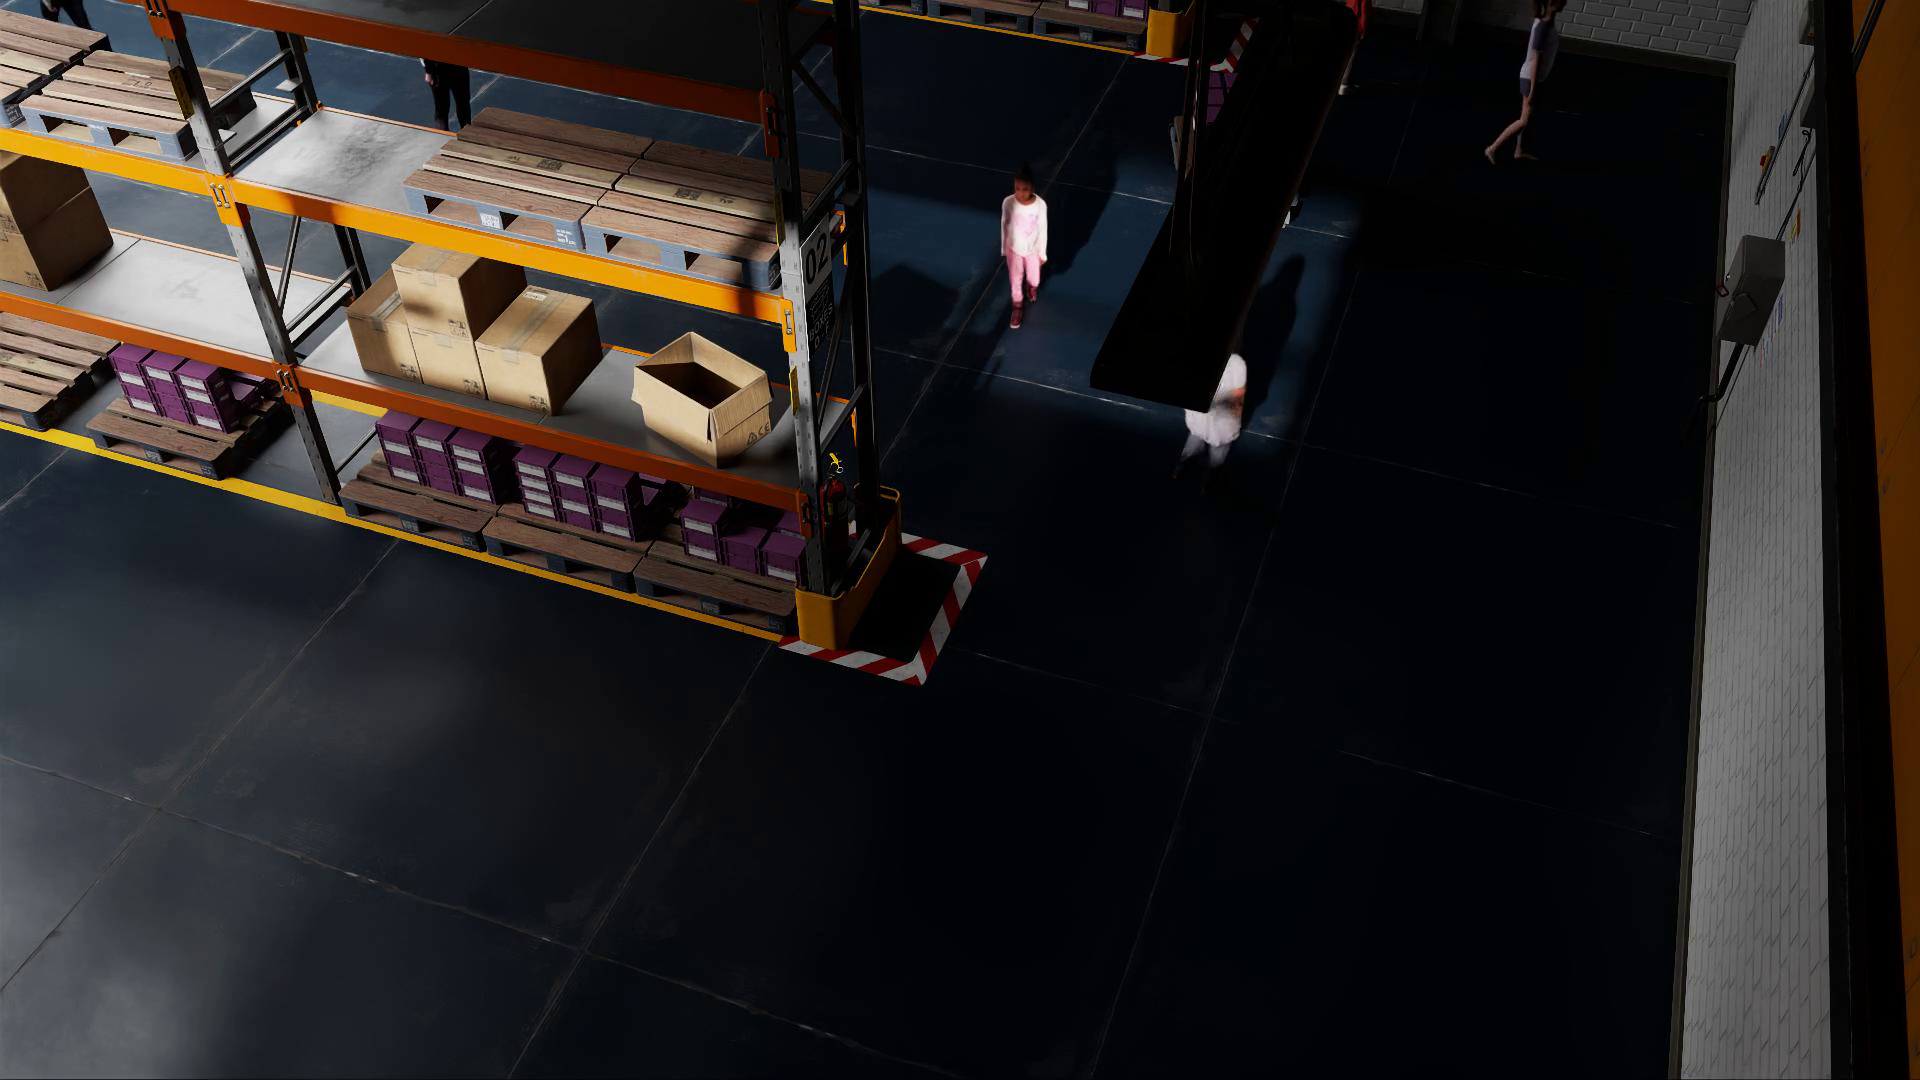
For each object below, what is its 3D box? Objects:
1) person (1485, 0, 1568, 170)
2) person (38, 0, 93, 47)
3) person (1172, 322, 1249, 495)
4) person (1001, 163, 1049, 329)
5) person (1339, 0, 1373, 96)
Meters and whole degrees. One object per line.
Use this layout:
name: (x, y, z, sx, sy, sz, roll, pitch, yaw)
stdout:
person: (5.276, -4.285, 15.405, 0.723, 1.764, 0.584, 15, 46, 15)
person: (-8.961, -5.483, 16.638, 0.953, 1.797, 0.796, 27, 50, 26)
person: (1.792, -0.948, 12.026, 0.794, 1.592, 0.841, 34, 53, 31)
person: (0.536, -2.463, 13.732, 0.738, 1.432, 0.704, 5, 44, 5)
person: (3.919, -5.124, 16.536, 0.624, 1.417, 0.580, -13, 45, -13)
